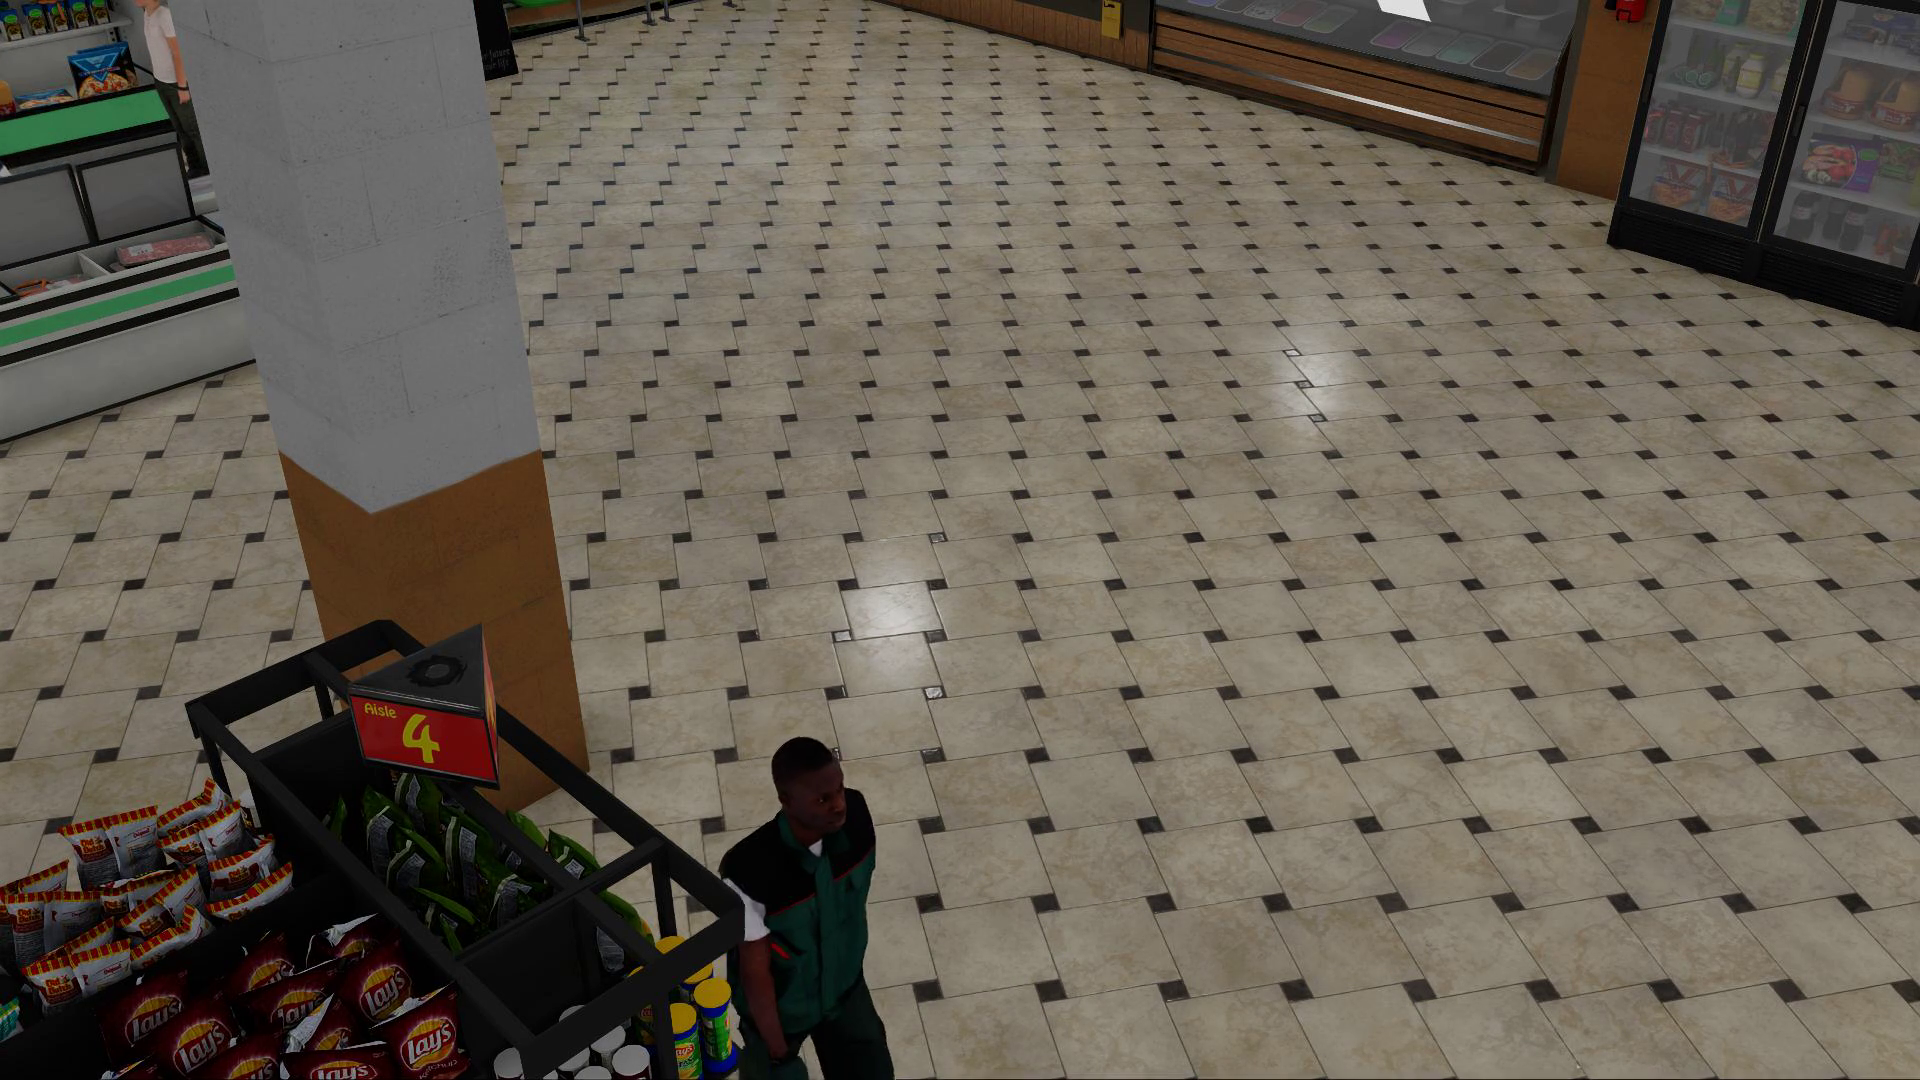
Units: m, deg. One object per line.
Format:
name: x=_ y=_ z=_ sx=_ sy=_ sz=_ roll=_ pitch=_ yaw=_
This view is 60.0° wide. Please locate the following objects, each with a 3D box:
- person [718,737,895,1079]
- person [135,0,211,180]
person: x=-0.524 y=1.278 z=4.842 sx=1.087 sy=1.789 sz=0.766 roll=-26 pitch=40 yaw=-35
person: x=-5.950 y=-3.471 z=12.602 sx=0.584 sy=1.652 sz=0.528 roll=26 pitch=40 yaw=35
